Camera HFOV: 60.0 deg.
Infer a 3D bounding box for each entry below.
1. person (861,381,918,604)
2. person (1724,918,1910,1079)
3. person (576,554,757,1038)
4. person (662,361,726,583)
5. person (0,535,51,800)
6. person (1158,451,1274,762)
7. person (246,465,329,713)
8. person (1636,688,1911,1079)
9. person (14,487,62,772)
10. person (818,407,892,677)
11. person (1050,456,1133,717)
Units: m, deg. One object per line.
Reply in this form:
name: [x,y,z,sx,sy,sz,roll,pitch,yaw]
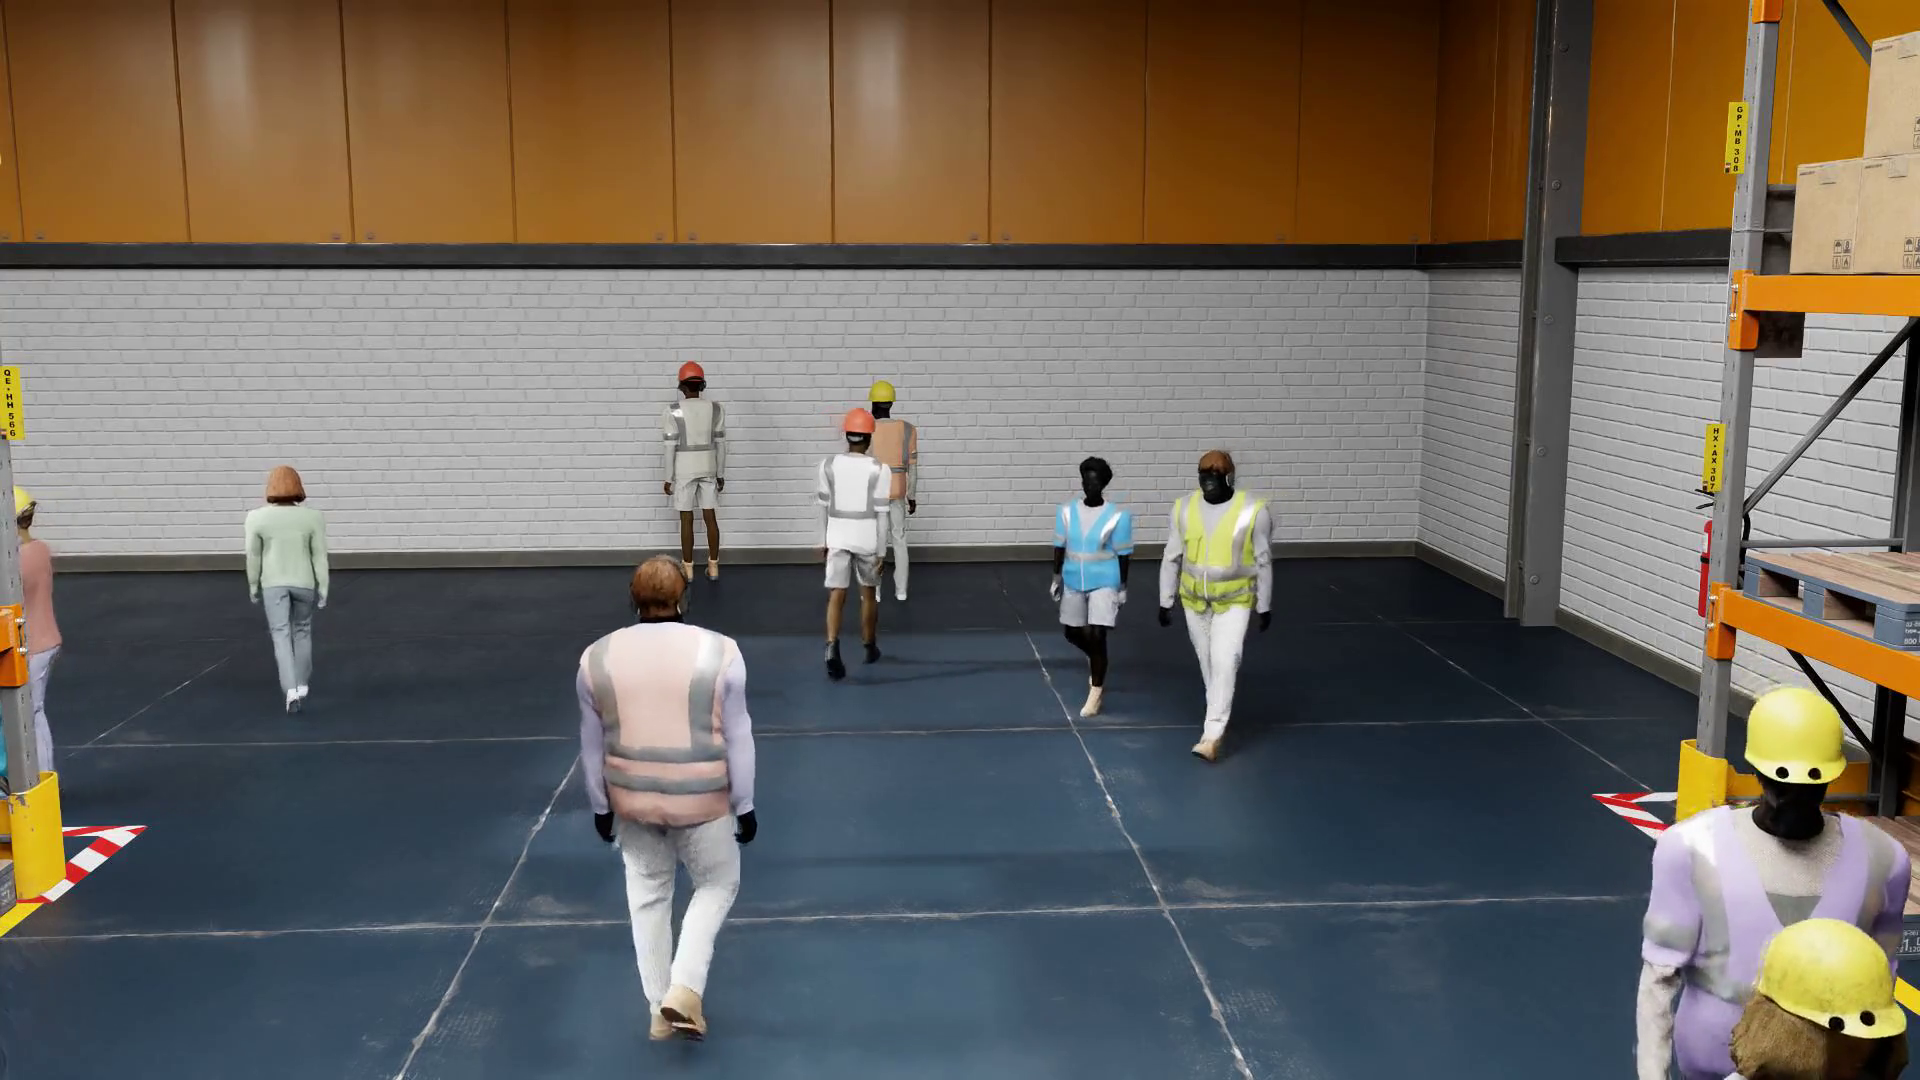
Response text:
person: [-0.655,-0.407,14.359,0.593,1.929,0.362,-3,10,-20]
person: [1.489,1.492,3.088,0.490,1.726,0.636,-2,9,-14]
person: [-1.066,0.962,6.081,0.652,1.829,0.474,1,9,7]
person: [-2.462,-0.626,15.384,0.608,2.044,0.371,-5,10,-30]
person: [-5.079,0.575,8.585,0.669,1.806,0.650,-9,12,-43]
person: [1.464,0.384,9.799,0.652,1.799,0.915,5,11,31]
person: [-4.391,0.310,10.896,0.490,1.598,0.816,-5,10,-27]
person: [1.953,1.272,4.031,0.599,1.861,1.034,3,9,17]
person: [-4.940,0.579,8.733,0.388,1.753,0.534,-2,9,-13]
person: [-0.764,0.012,11.829,0.553,1.909,0.912,1,9,8]
person: [0.887,0.271,10.876,0.538,1.676,0.649,5,10,27]
